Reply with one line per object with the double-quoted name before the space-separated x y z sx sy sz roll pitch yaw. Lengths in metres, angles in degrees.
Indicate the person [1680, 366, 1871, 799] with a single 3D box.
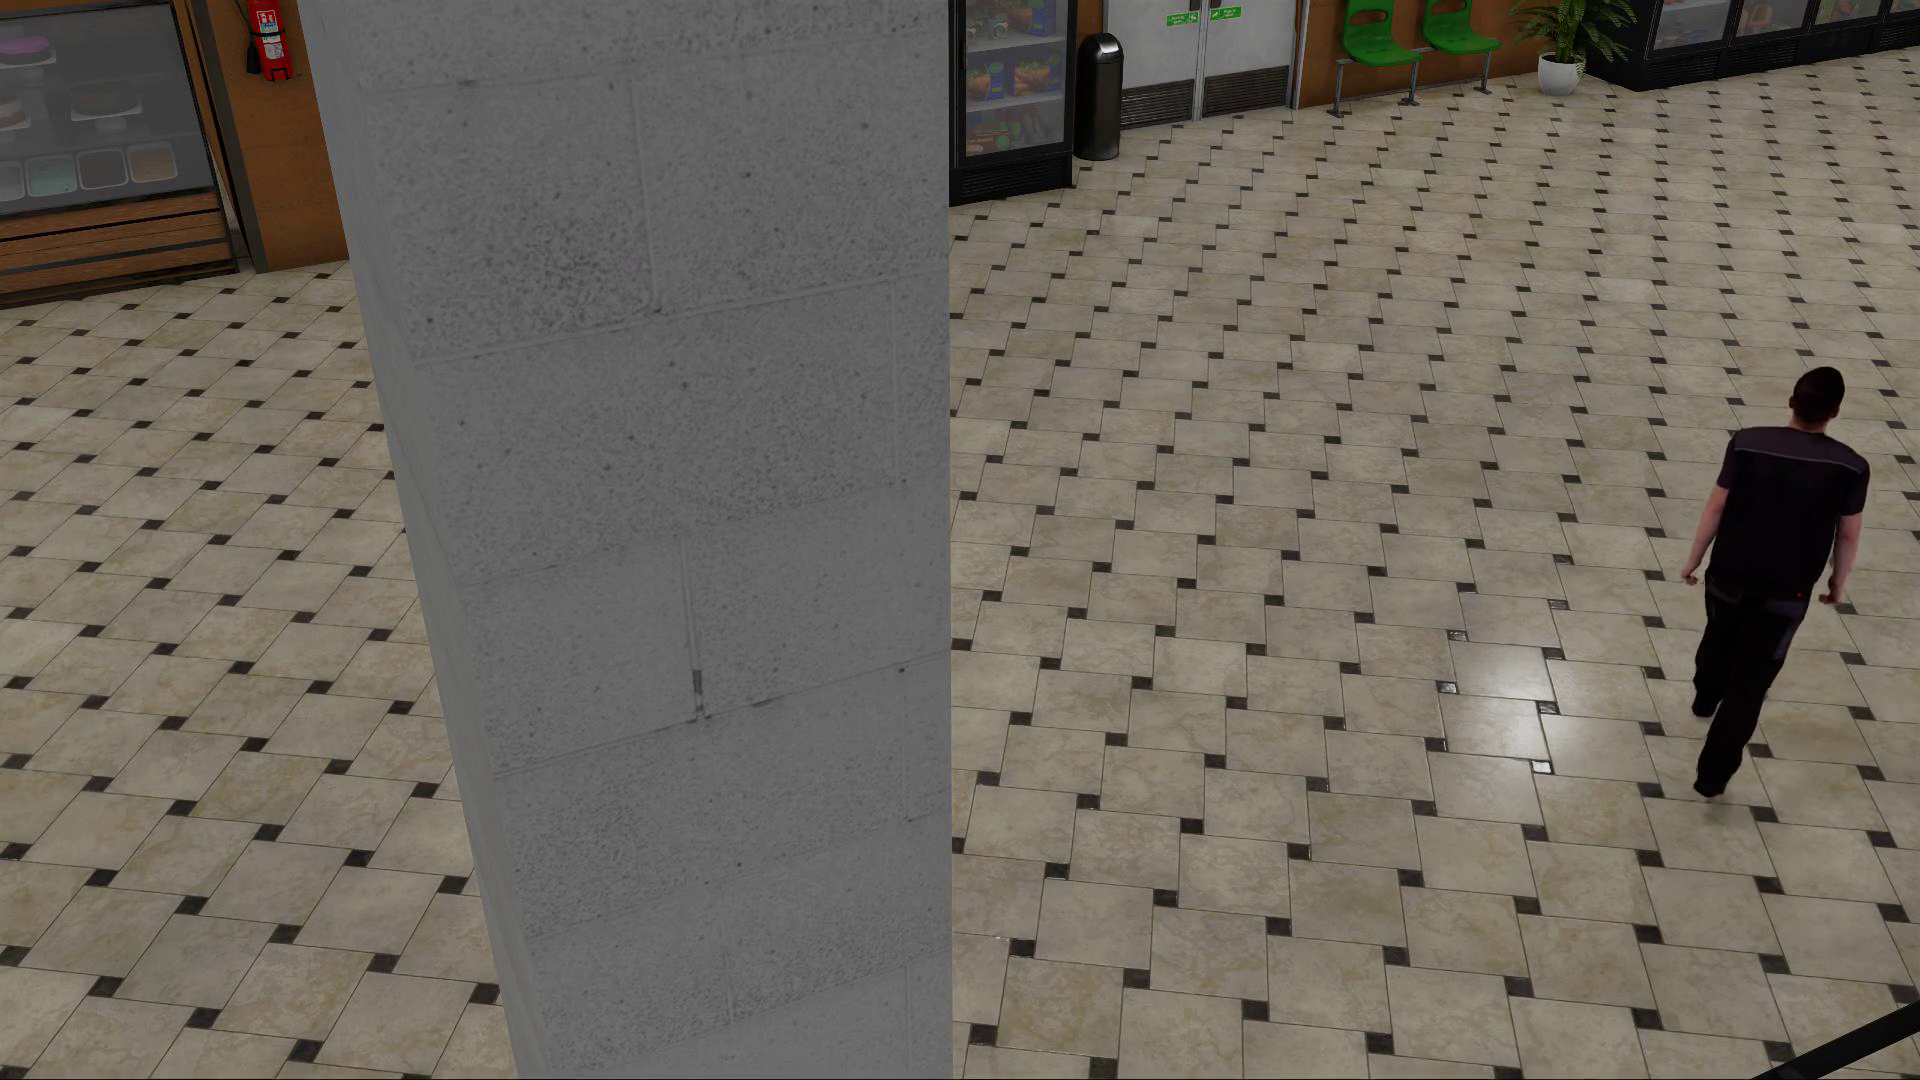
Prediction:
"person" 3.201 0.208 6.673 1.278 1.804 1.189 21 37 29
